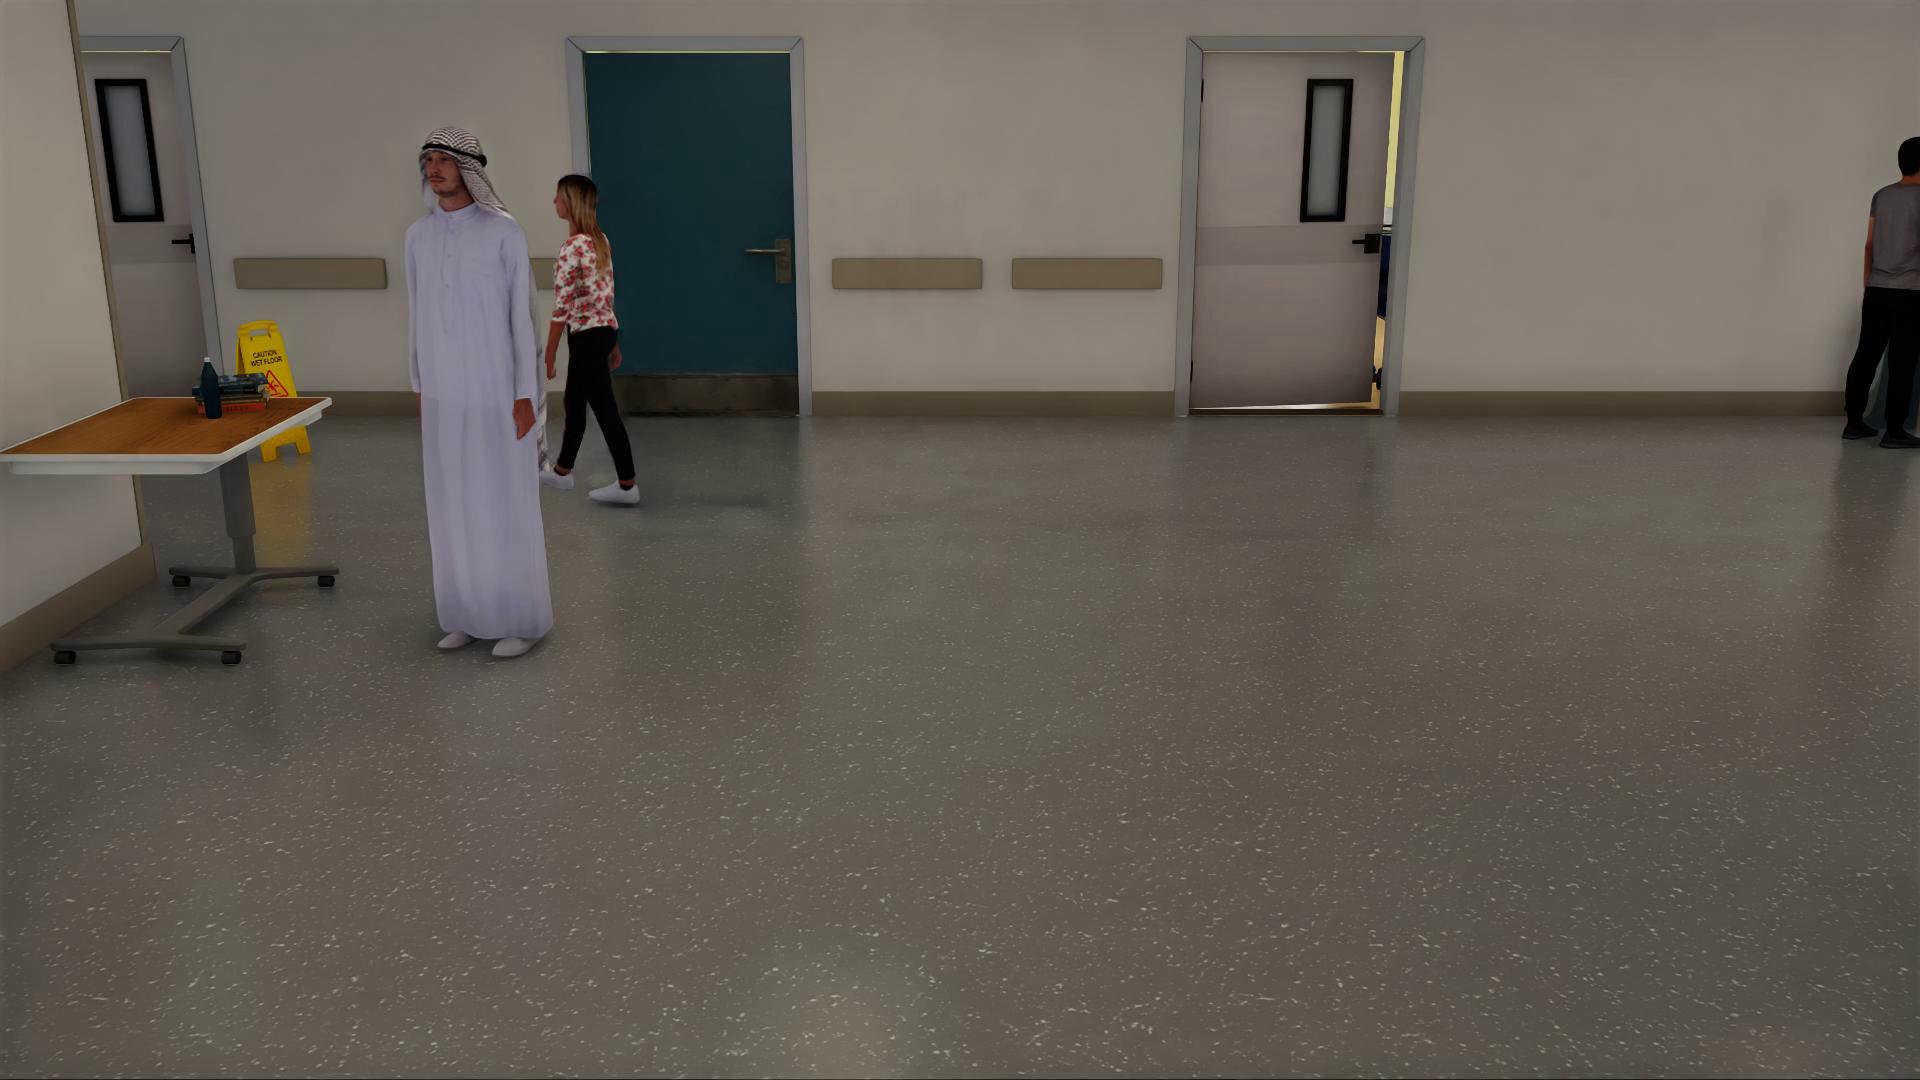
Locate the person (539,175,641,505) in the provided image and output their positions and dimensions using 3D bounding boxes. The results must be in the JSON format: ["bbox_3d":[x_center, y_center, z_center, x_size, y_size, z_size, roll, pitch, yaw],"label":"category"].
[{"bbox_3d":[-1.735,-0.956,8.175,0.940,1.609,0.707,3,16,11],"label":"person"}]

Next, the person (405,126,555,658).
[{"bbox_3d":[-1.752,-0.530,6.089,0.661,1.922,0.788,4,16,13],"label":"person"}]

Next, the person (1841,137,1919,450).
[{"bbox_3d":[5.401,-1.429,9.585,0.664,1.755,0.689,-6,17,-19],"label":"person"}]
